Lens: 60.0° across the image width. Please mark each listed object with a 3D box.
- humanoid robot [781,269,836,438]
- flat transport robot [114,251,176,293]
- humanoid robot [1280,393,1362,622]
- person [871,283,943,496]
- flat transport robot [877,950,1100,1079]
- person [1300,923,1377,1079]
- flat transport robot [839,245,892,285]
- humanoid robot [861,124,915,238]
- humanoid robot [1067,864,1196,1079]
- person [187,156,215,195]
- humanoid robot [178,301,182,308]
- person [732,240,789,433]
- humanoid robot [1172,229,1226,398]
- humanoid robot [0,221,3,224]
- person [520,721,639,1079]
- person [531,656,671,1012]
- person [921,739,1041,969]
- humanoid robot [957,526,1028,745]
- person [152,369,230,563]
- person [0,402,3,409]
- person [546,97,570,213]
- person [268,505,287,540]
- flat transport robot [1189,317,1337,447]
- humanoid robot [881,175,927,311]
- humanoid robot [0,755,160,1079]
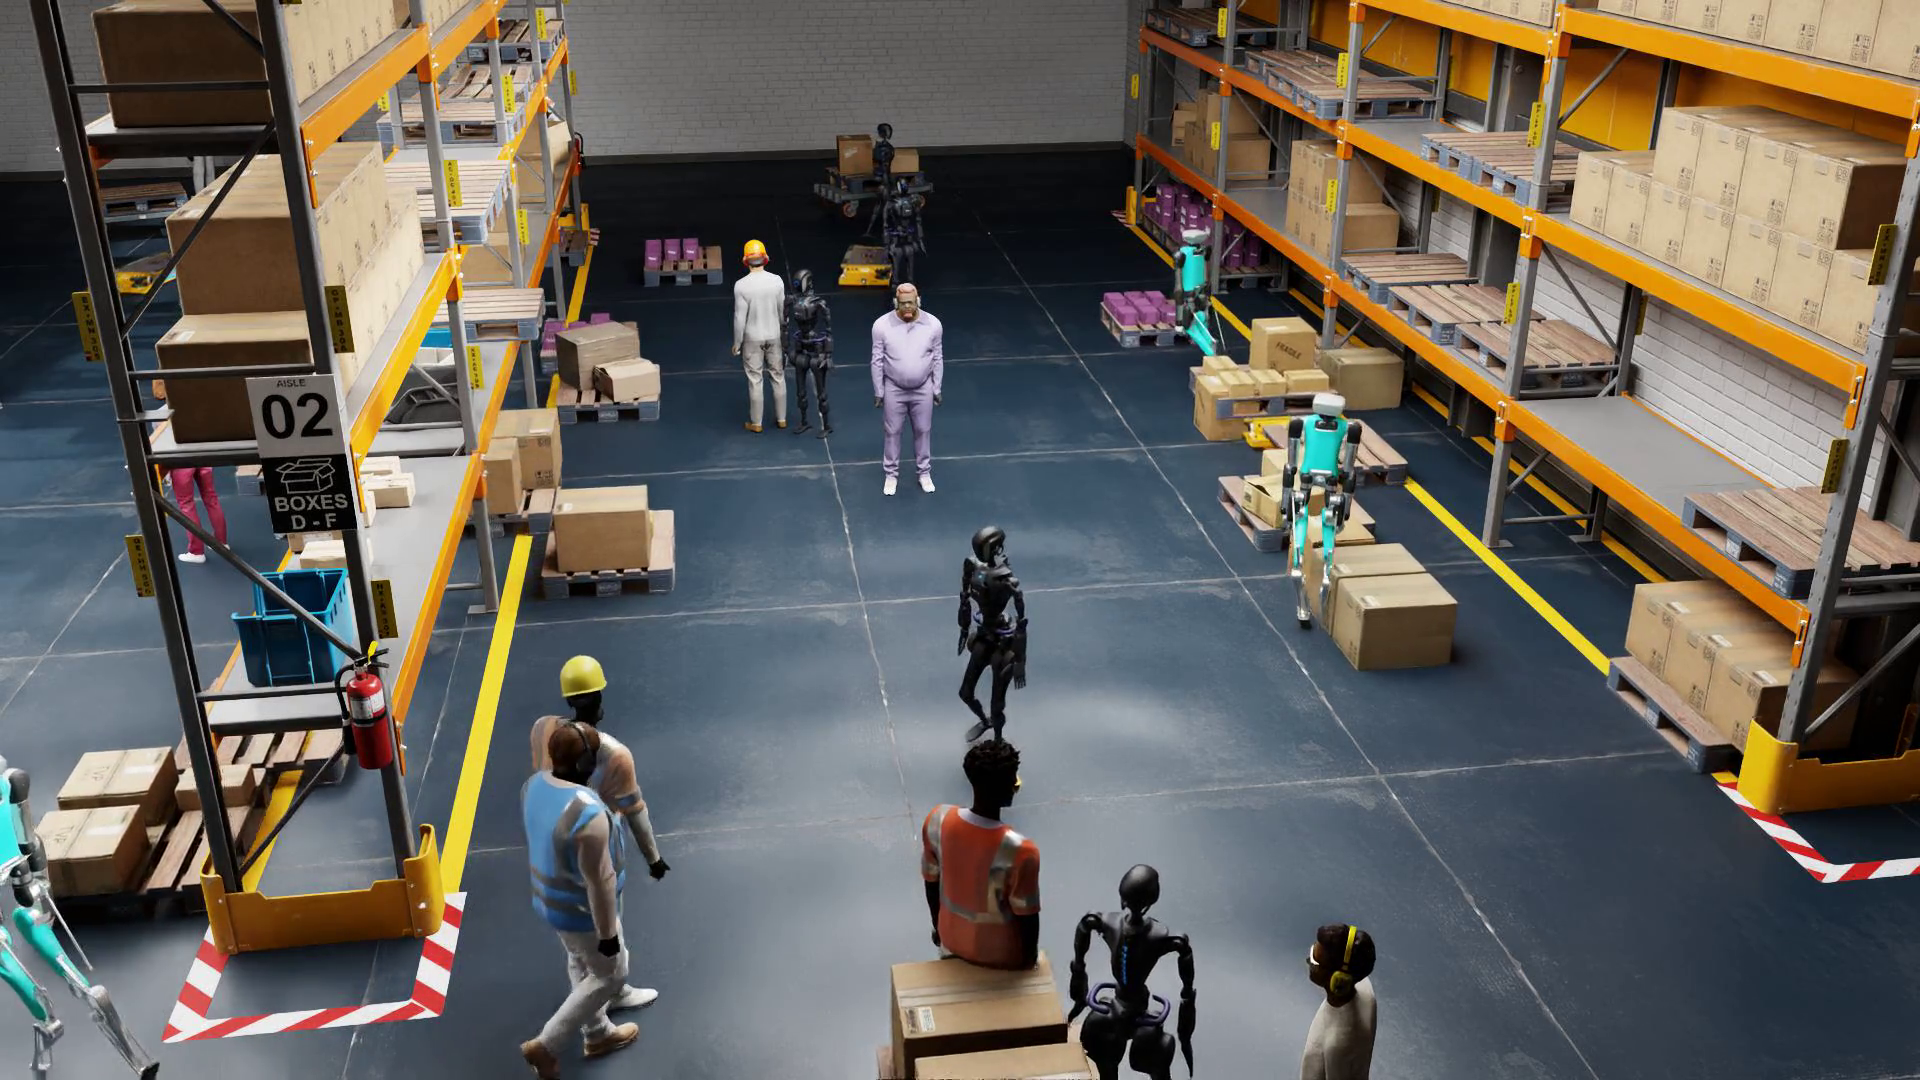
[{"bbox_3d":[-1.455,-1.806,16.035,0.608,1.651,0.307,11,26,24],"label":"humanoid robot"},{"bbox_3d":[-10.473,-3.480,21.607,0.659,0.231,1.431,4,24,10],"label":"flat transport robot"},{"bbox_3d":[2.612,-0.091,12.182,0.545,1.881,0.742,4,24,9],"label":"humanoid robot"},{"bbox_3d":[-0.456,-1.326,14.664,0.640,1.908,0.411,-4,24,-9],"label":"person"},{"bbox_3d":[0.197,2.816,7.262,1.431,0.231,0.659,-3,24,-8],"label":"flat transport robot"},{"bbox_3d":[1.412,2.276,6.496,0.329,1.876,0.509,8,25,17],"label":"person"},{"bbox_3d":[-1.199,-3.626,21.938,0.659,0.231,1.431,1,24,2],"label":"flat transport robot"},{"bbox_3d":[-1.028,-5.067,23.522,0.775,1.628,0.587,0,24,1],"label":"humanoid robot"},{"bbox_3d":[0.722,2.086,7.168,0.600,1.656,0.350,9,25,20],"label":"humanoid robot"},{"bbox_3d":[-11.583,-5.972,25.345,0.429,1.833,0.635,5,24,11],"label":"person"},{"bbox_3d":[-8.144,-2.699,17.985,0.548,1.741,0.968,3,24,7],"label":"humanoid robot"},{"bbox_3d":[-1.936,-1.970,16.155,0.572,1.889,0.374,-11,26,-23],"label":"person"},{"bbox_3d":[2.516,-2.214,16.957,0.536,1.836,0.696,-22,32,-40],"label":"humanoid robot"},{"bbox_3d":[-14.372,-5.378,24.168,0.339,1.647,0.586,16,28,32],"label":"humanoid robot"},{"bbox_3d":[-1.859,1.739,7.806,0.624,1.810,0.665,-19,30,-36],"label":"person"},{"bbox_3d":[-1.776,1.463,8.312,0.697,1.899,0.508,14,28,30],"label":"person"},{"bbox_3d":[0.111,1.785,7.504,0.607,1.962,0.368,16,29,33],"label":"person"},{"bbox_3d":[0.214,0.642,10.474,0.381,1.646,0.611,-21,31,-39],"label":"humanoid robot"},{"bbox_3d":[-6.209,-0.603,13.364,0.283,1.628,0.499,12,26,25],"label":"person"},{"bbox_3d":[-10.070,-2.238,16.686,0.498,1.951,0.420,-16,28,-32],"label":"person"},{"bbox_3d":[-6.186,-5.833,25.143,0.374,1.739,0.577,-15,28,-31],"label":"person"},{"bbox_3d":[-5.621,-0.857,13.794,0.564,1.743,0.342,-13,27,-28],"label":"person"},{"bbox_3d":[3.010,-1.255,16.538,0.659,0.231,1.431,-3,24,-8],"label":"flat transport robot"},{"bbox_3d":[-0.691,-3.572,20.062,0.608,1.654,0.306,-16,28,-32],"label":"humanoid robot"},{"bbox_3d":[-4.198,1.844,7.724,0.869,1.811,0.557,8,25,18],"label":"humanoid robot"}]
